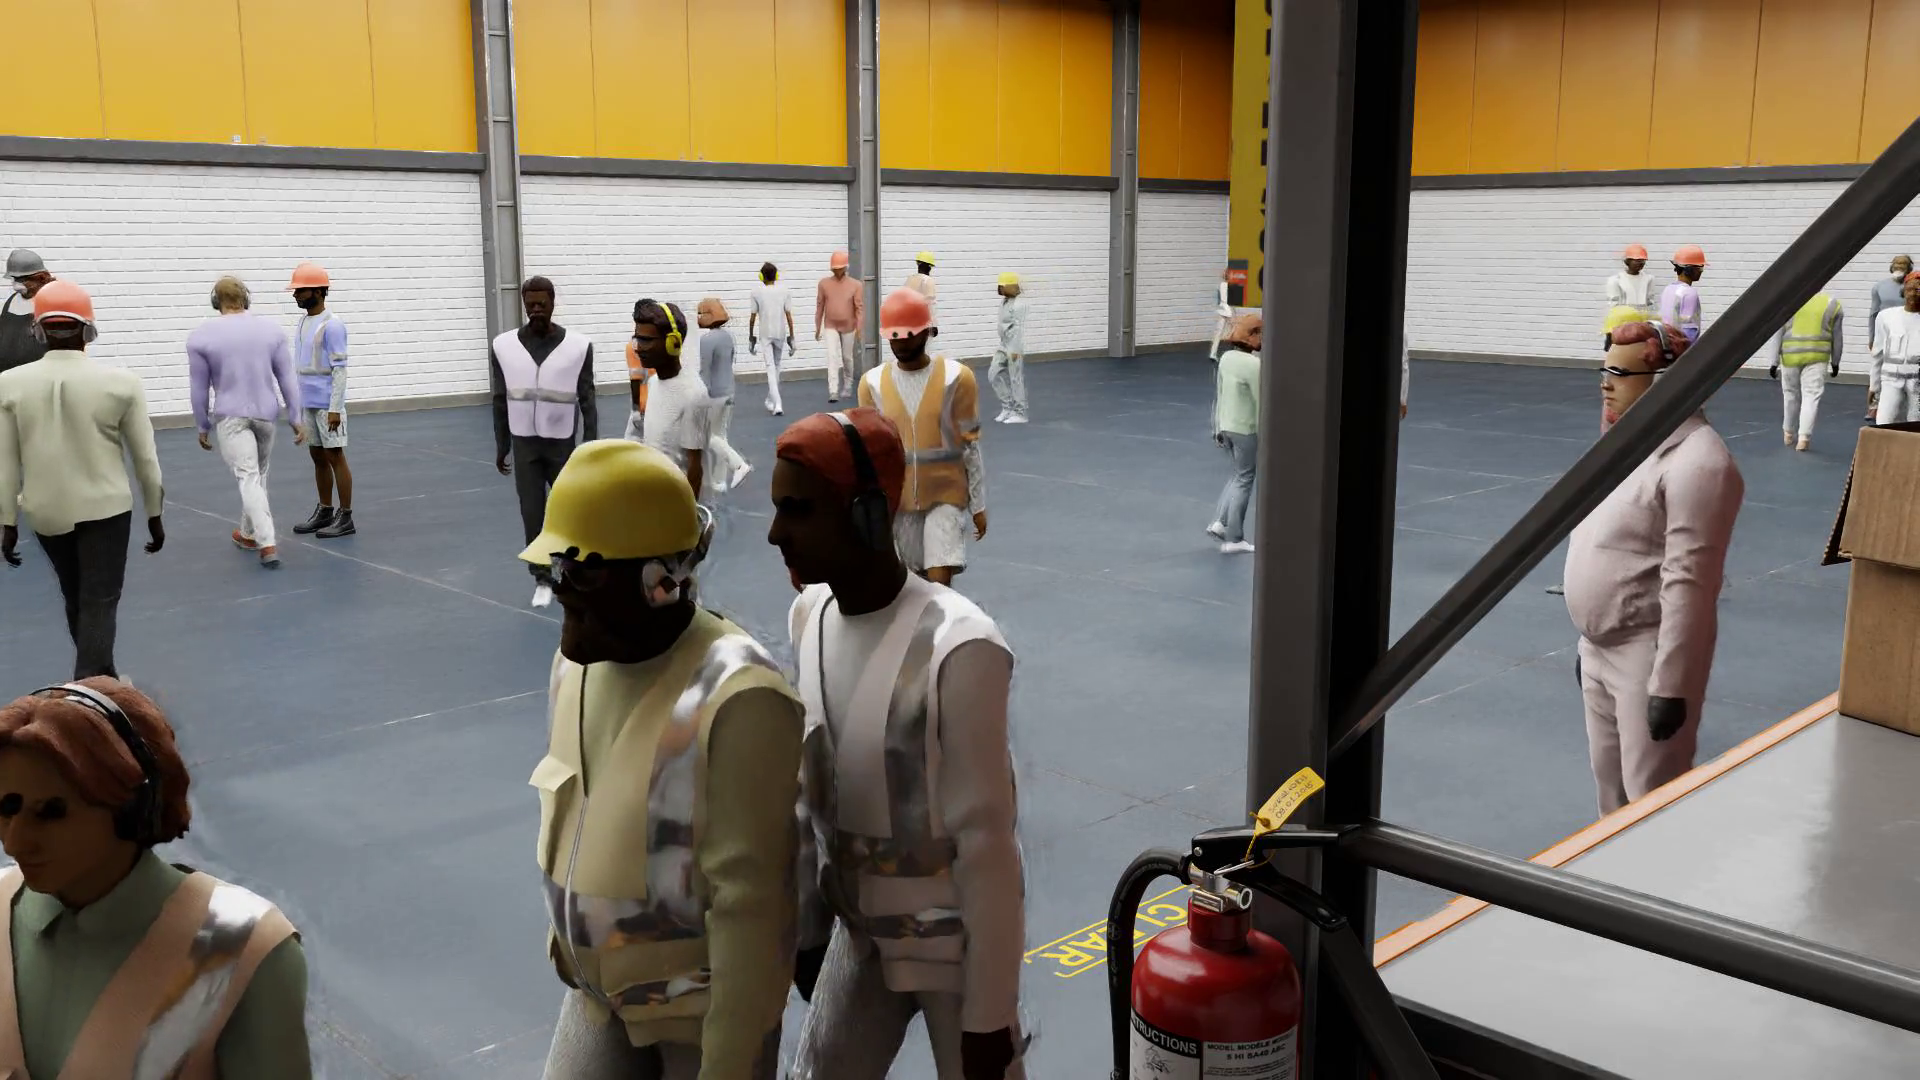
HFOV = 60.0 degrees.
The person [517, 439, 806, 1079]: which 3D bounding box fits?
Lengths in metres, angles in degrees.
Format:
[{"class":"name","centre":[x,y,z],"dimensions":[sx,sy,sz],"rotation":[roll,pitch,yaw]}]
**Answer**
[{"class":"person","centre":[-0.502,0.735,2.742],"dimensions":[0.607,1.812,0.487],"rotation":[9,14,41]}]

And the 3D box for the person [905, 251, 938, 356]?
[{"class":"person","centre":[-0.501,-2.953,22.586],"dimensions":[0.384,1.917,0.584],"rotation":[-9,14,-40]}]

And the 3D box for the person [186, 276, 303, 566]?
[{"class":"person","centre":[-4.676,-0.786,10.911],"dimensions":[0.639,1.885,1.045],"rotation":[-9,14,-40]}]

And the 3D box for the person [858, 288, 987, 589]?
[{"class":"person","centre":[-0.197,-0.150,7.348],"dimensions":[0.570,1.894,0.852],"rotation":[2,11,13]}]

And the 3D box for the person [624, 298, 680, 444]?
[{"class":"person","centre":[-2.352,-1.032,12.868],"dimensions":[0.806,1.669,0.533],"rotation":[9,14,40]}]

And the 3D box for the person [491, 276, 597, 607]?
[{"class":"person","centre":[-2.421,-0.593,9.748],"dimensions":[0.595,1.904,0.635],"rotation":[-1,10,-6]}]

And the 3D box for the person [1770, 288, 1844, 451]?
[{"class":"person","centre":[8.473,-1.803,16.668],"dimensions":[0.641,1.793,0.959],"rotation":[5,12,27]}]

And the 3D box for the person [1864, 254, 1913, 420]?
[{"class":"person","centre":[10.712,-2.306,19.063],"dimensions":[0.637,1.906,0.809],"rotation":[8,13,38]}]

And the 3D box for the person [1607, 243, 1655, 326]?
[{"class":"person","centre":[8.336,-2.643,20.593],"dimensions":[0.648,2.022,0.641],"rotation":[-1,10,-5]}]

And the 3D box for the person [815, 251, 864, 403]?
[{"class":"person","centre":[-1.551,-2.774,21.567],"dimensions":[0.636,1.940,1.039],"rotation":[0,10,1]}]

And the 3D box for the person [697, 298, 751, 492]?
[{"class":"person","centre":[-1.968,-1.184,13.716],"dimensions":[0.462,1.620,0.513],"rotation":[4,11,22]}]

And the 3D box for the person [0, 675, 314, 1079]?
[{"class":"person","centre":[-1.026,0.940,2.149],"dimensions":[0.520,1.612,0.666],"rotation":[2,11,10]}]

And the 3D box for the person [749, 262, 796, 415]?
[{"class":"person","centre":[-2.258,-2.407,19.933],"dimensions":[0.538,1.826,1.011],"rotation":[-3,11,-18]}]

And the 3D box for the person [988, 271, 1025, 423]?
[{"class":"person","centre":[0.556,-2.178,18.856],"dimensions":[0.464,1.723,0.503],"rotation":[-4,11,-23]}]

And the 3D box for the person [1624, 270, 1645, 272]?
[{"class":"person","centre":[10.298,-3.484,25.418],"dimensions":[0.355,1.940,0.542],"rotation":[-8,13,-37]}]

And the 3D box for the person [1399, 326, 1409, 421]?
[{"class":"person","centre":[3.226,-1.149,13.152],"dimensions":[0.601,1.776,0.946],"rotation":[4,11,21]}]

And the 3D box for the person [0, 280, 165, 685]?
[{"class":"person","centre":[-3.768,-0.135,7.142],"dimensions":[0.634,1.947,1.039],"rotation":[-2,11,-12]}]

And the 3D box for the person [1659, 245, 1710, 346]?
[{"class":"person","centre":[6.629,-1.678,15.290],"dimensions":[0.374,2.044,0.605],"rotation":[0,10,-1]}]

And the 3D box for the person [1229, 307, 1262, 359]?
[{"class":"person","centre":[2.910,-1.796,16.487],"dimensions":[0.516,1.845,0.737],"rotation":[3,11,17]}]

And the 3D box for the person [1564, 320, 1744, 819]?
[{"class":"person","centre":[1.921,0.326,4.757],"dimensions":[0.398,1.899,0.636],"rotation":[0,10,-3]}]

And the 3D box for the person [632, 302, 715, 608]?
[{"class":"person","centre":[-1.252,-0.086,7.112],"dimensions":[0.488,1.851,0.548],"rotation":[-7,12,-33]}]

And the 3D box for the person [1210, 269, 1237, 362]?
[{"class":"person","centre":[4.519,-3.797,28.060],"dimensions":[0.522,1.599,0.854],"rotation":[9,14,42]}]

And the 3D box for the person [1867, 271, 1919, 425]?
[{"class":"person","centre":[7.577,-1.217,13.335],"dimensions":[0.606,1.833,0.956],"rotation":[9,13,39]}]

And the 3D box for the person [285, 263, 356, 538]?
[{"class":"person","centre":[-4.542,-0.983,11.785],"dimensions":[0.545,1.938,0.355],"rotation":[9,14,40]}]

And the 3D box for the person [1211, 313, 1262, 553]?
[{"class":"person","centre":[1.922,-0.714,11.183],"dimensions":[0.349,1.618,0.528],"rotation":[-4,11,-22]}]

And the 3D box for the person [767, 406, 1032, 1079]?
[{"class":"person","centre":[-0.101,0.701,2.838],"dimensions":[0.497,1.862,0.577],"rotation":[-8,13,-37]}]

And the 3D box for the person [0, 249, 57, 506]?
[{"class":"person","centre":[-7.242,-1.267,13.055],"dimensions":[0.678,2.000,0.536],"rotation":[2,11,12]}]

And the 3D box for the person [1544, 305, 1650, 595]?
[{"class":"person","centre":[3.969,-0.510,9.765],"dimensions":[0.844,1.735,0.523],"rotation":[3,11,15]}]
